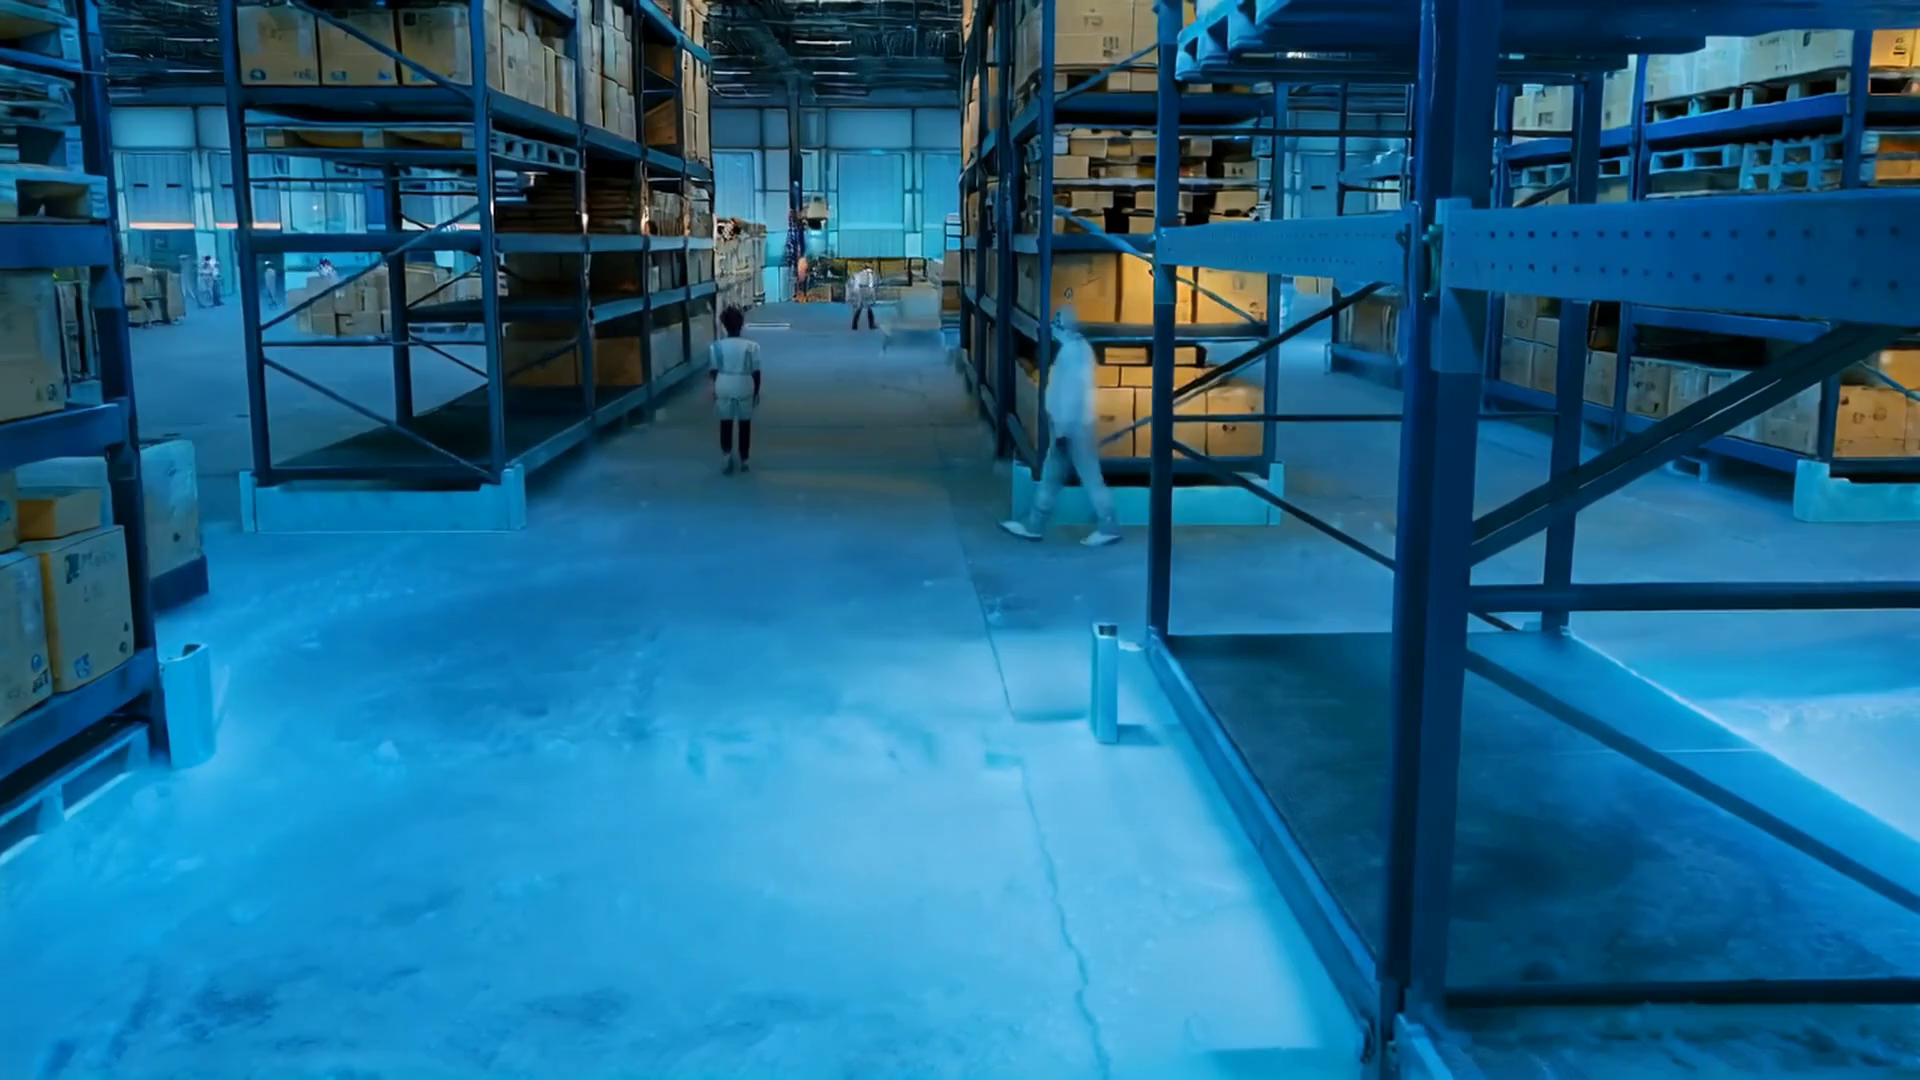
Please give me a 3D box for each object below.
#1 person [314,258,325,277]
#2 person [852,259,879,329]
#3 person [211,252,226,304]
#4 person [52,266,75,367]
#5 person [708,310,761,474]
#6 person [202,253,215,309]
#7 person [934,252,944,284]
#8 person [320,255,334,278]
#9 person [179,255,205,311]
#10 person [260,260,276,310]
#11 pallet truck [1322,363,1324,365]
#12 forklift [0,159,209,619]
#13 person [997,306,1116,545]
[{"bbox_3d":[-20.860,-8.289,54.261,0.666,1.822,0.628,-9,14,-42],"label":"person"},{"bbox_3d":[-2.555,-6.596,44.632,0.576,1.895,0.957,7,13,36],"label":"person"},{"bbox_3d":[-27.997,-9.885,62.817,0.374,1.935,0.552,1,10,8],"label":"person"},{"bbox_3d":[-16.844,-4.216,30.944,0.881,2.000,0.678,0,10,1],"label":"person"},{"bbox_3d":[-2.278,-1.491,16.808,0.540,1.672,0.756,-1,10,-4],"label":"person"},{"bbox_3d":[-26.324,-9.074,58.261,0.380,1.951,0.605,-5,11,-24],"label":"person"},{"bbox_3d":[-0.818,-10.346,65.415,0.400,1.923,0.577,-6,12,-32],"label":"person"},{"bbox_3d":[-19.198,-7.681,50.567,0.589,1.928,0.386,7,12,34],"label":"person"},{"bbox_3d":[-26.153,-8.714,56.398,0.766,1.904,0.596,-2,10,-9],"label":"person"},{"bbox_3d":[-23.998,-8.820,57.496,0.576,1.712,0.511,-8,13,-38],"label":"person"},{"bbox_3d":[7.712,-4.157,30.737,1.885,1.965,0.823,3,11,16],"label":"pallet truck"},{"bbox_3d":[-5.811,-0.900,10.132,1.873,2.768,1.129,0,10,-2],"label":"forklift"},{"bbox_3d":[0.773,-0.870,12.843,0.975,1.835,0.675,1,10,3],"label":"person"}]
